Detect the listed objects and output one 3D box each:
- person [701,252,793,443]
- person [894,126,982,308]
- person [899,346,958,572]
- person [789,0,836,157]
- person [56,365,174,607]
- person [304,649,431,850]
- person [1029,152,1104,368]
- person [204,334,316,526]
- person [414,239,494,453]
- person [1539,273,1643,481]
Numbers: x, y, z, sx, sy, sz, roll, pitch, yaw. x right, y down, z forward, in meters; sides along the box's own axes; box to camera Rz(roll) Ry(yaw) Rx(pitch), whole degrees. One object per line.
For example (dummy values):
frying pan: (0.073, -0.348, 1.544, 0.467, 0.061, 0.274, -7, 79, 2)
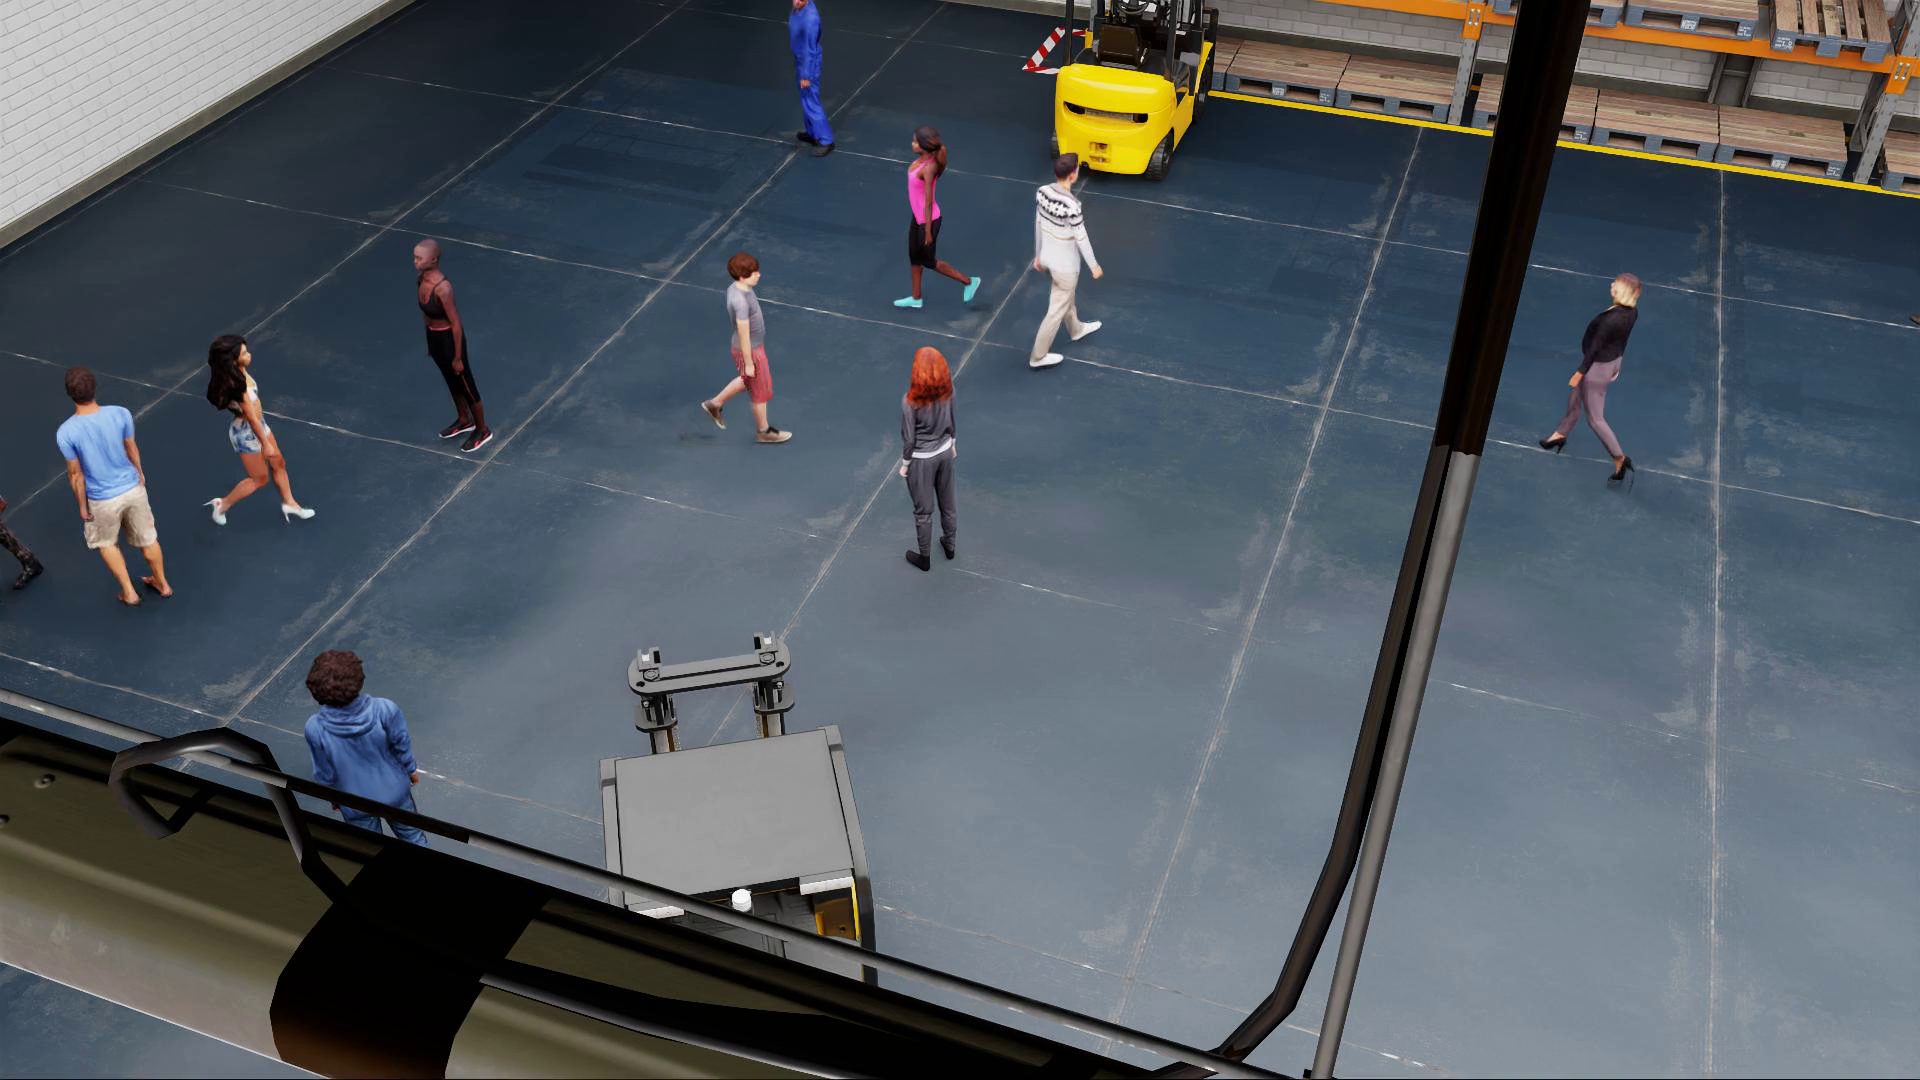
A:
person: (-1.685, -1.434, 12.658, 1.005, 1.634, 0.797, -1, 39, -2)
person: (-0.206, -2.725, 14.218, 1.057, 1.706, 0.807, -2, 39, -2)
person: (-0.211, -0.562, 11.451, 0.655, 1.779, 0.681, -22, 44, -25)
person: (-1.535, -4.814, 16.763, 0.854, 1.794, 0.894, 3, 39, 4)
person: (-5.581, -0.309, 11.074, 0.791, 1.853, 0.780, 27, 46, 29)
person: (-3.213, 1.325, 9.064, 0.737, 1.808, 0.804, -15, 41, -18)
person: (0.769, -2.218, 13.495, 1.155, 1.814, 1.121, -20, 43, -23)
person: (-5.086, -0.698, 11.764, 1.003, 1.599, 0.896, -13, 40, -15)
person: (-3.875, -1.493, 12.633, 0.603, 1.758, 0.724, 31, 48, 33)
person: (4.806, -1.177, 12.330, 1.103, 1.642, 0.841, 29, 47, 31)
